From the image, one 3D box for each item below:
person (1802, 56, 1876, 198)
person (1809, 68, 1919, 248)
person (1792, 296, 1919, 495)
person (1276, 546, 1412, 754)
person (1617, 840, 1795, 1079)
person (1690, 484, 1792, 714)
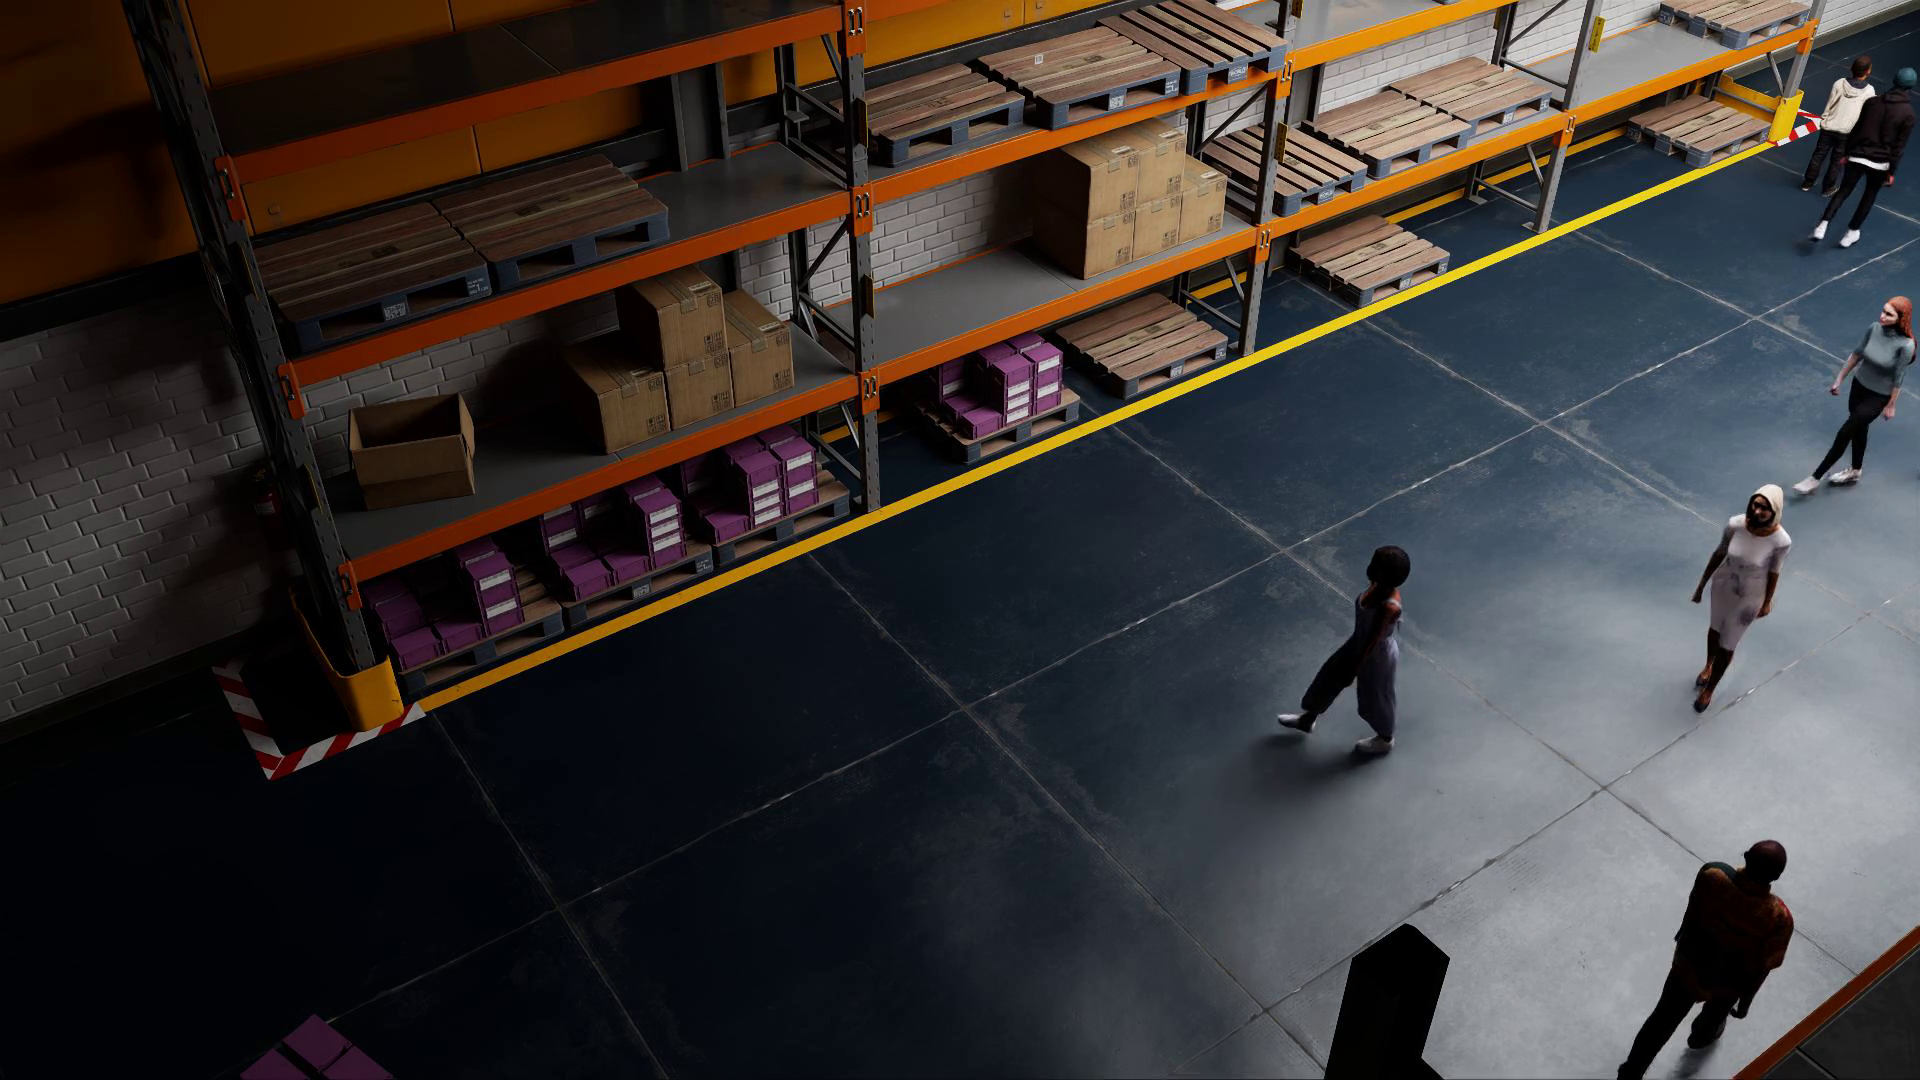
[{"bbox_3d":[9.000,-4.235,17.013,0.623,1.452,0.593,27,46,30],"label":"person"},{"bbox_3d":[8.704,-3.617,15.978,0.995,1.778,0.799,-31,48,-33],"label":"person"},{"bbox_3d":[7.120,-1.124,12.904,1.021,1.718,0.814,-10,40,-13],"label":"person"},{"bbox_3d":[2.716,0.737,10.614,1.067,1.668,0.906,-2,39,-2],"label":"person"},{"bbox_3d":[3.858,2.247,8.636,1.184,1.777,0.749,-27,46,-30],"label":"person"},{"bbox_3d":[5.220,0.308,11.099,0.680,1.732,0.811,31,48,33],"label":"person"}]
